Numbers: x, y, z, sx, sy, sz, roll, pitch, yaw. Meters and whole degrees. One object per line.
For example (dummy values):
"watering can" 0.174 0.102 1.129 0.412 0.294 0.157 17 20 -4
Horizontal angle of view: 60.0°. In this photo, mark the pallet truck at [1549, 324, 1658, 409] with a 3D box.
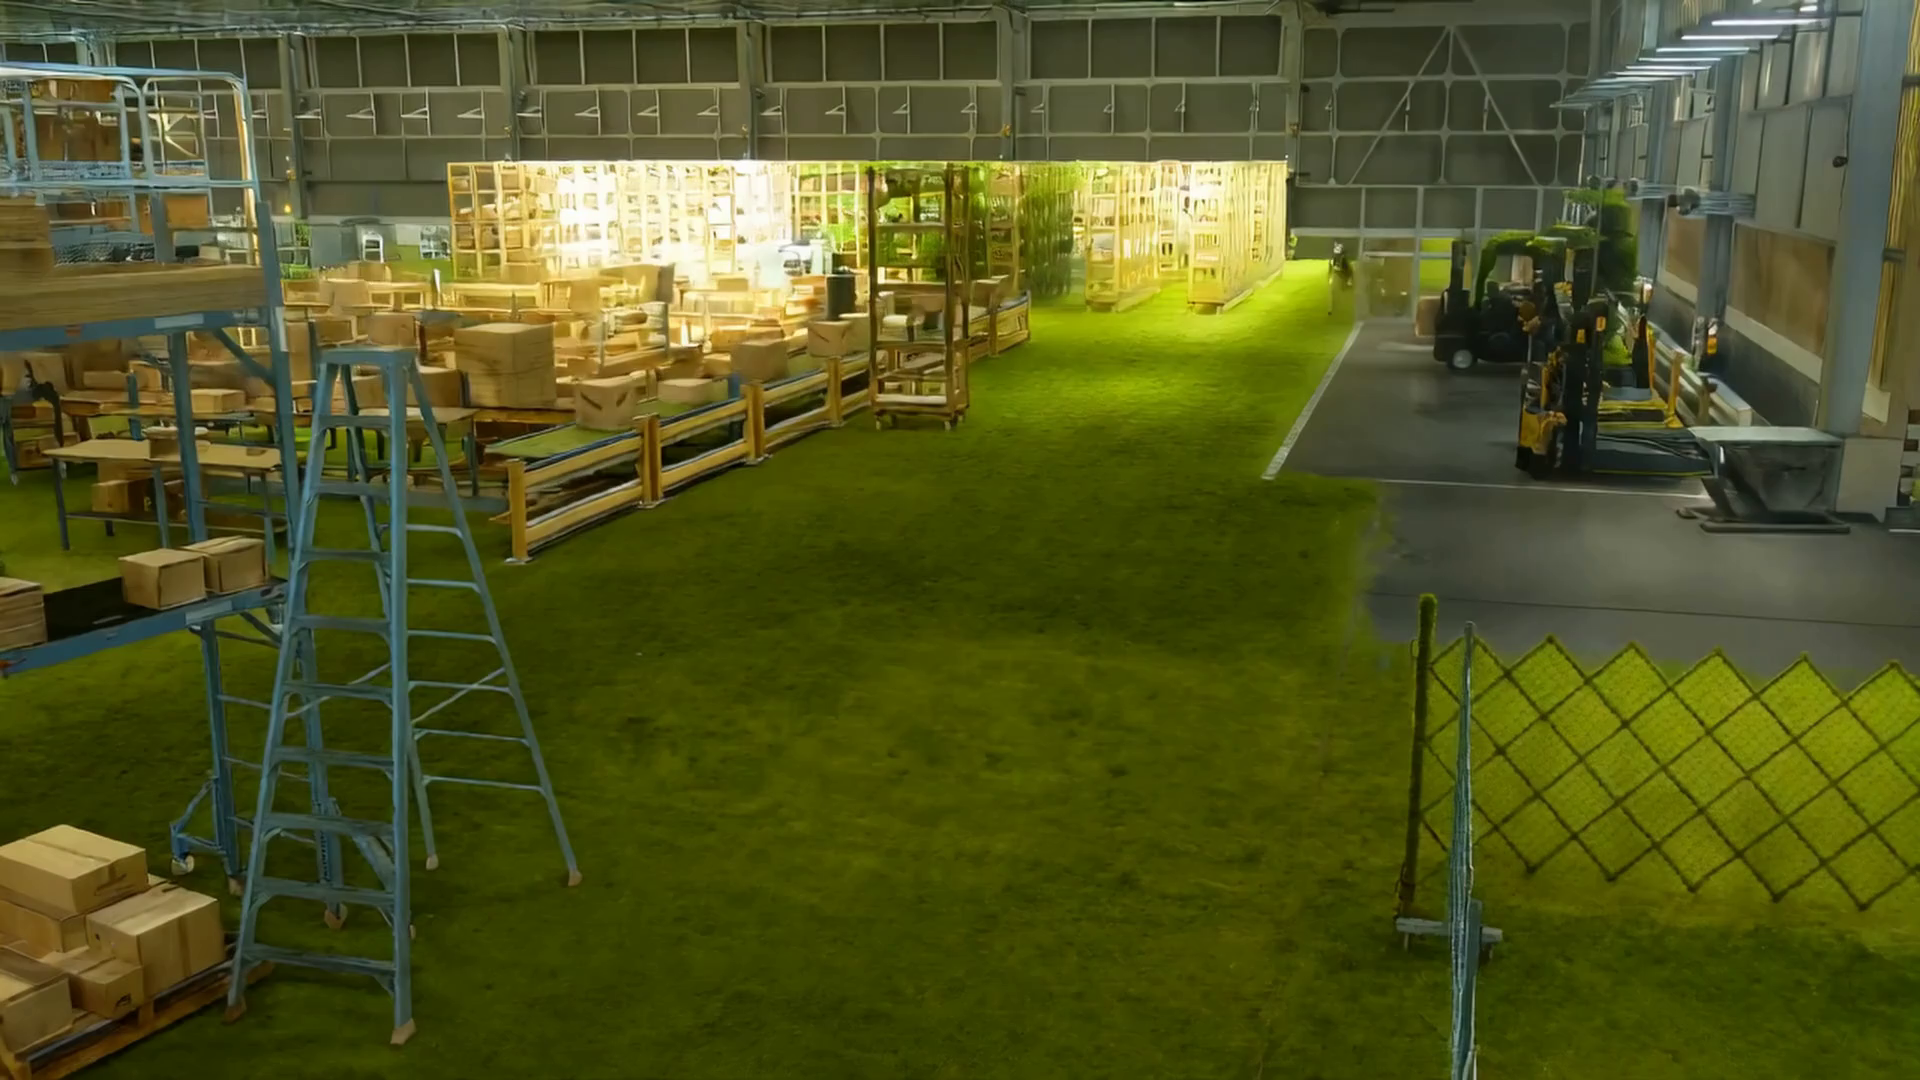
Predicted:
"pallet truck" 9.824 -2.669 25.407 1.601 1.201 0.680 4 14 16

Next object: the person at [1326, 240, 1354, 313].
"person" 9.218 -6.341 40.089 0.949 1.779 0.633 -8 15 -32

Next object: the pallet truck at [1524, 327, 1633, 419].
"pallet truck" 9.065 -2.460 24.370 1.522 1.261 0.704 3 13 14

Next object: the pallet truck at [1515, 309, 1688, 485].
"pallet truck" 7.554 -1.677 19.446 1.885 1.965 0.823 3 13 14

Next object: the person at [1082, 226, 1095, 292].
"person" 3.598 -7.812 46.310 0.389 1.834 0.611 2 13 10

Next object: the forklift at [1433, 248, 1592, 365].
"forklift" 9.780 -4.111 29.280 2.680 1.987 1.157 3 13 14

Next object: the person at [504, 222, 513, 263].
"person" -14.059 -9.131 51.691 0.455 1.980 0.630 -2 13 -7

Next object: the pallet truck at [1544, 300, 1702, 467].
"pallet truck" 8.263 -1.952 20.631 1.885 1.965 0.823 5 14 20

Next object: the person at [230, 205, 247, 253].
"person" -26.983 -11.575 62.325 0.623 1.937 0.414 -3 13 -14

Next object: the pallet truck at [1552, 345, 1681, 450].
"pallet truck" 8.641 -1.896 21.908 1.630 1.274 0.653 4 14 16

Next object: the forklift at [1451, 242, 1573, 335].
"forklift" 10.464 -4.597 31.405 2.680 1.987 1.157 4 14 16

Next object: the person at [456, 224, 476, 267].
"person" -14.619 -8.556 49.395 0.658 1.888 0.552 -1 13 -4
